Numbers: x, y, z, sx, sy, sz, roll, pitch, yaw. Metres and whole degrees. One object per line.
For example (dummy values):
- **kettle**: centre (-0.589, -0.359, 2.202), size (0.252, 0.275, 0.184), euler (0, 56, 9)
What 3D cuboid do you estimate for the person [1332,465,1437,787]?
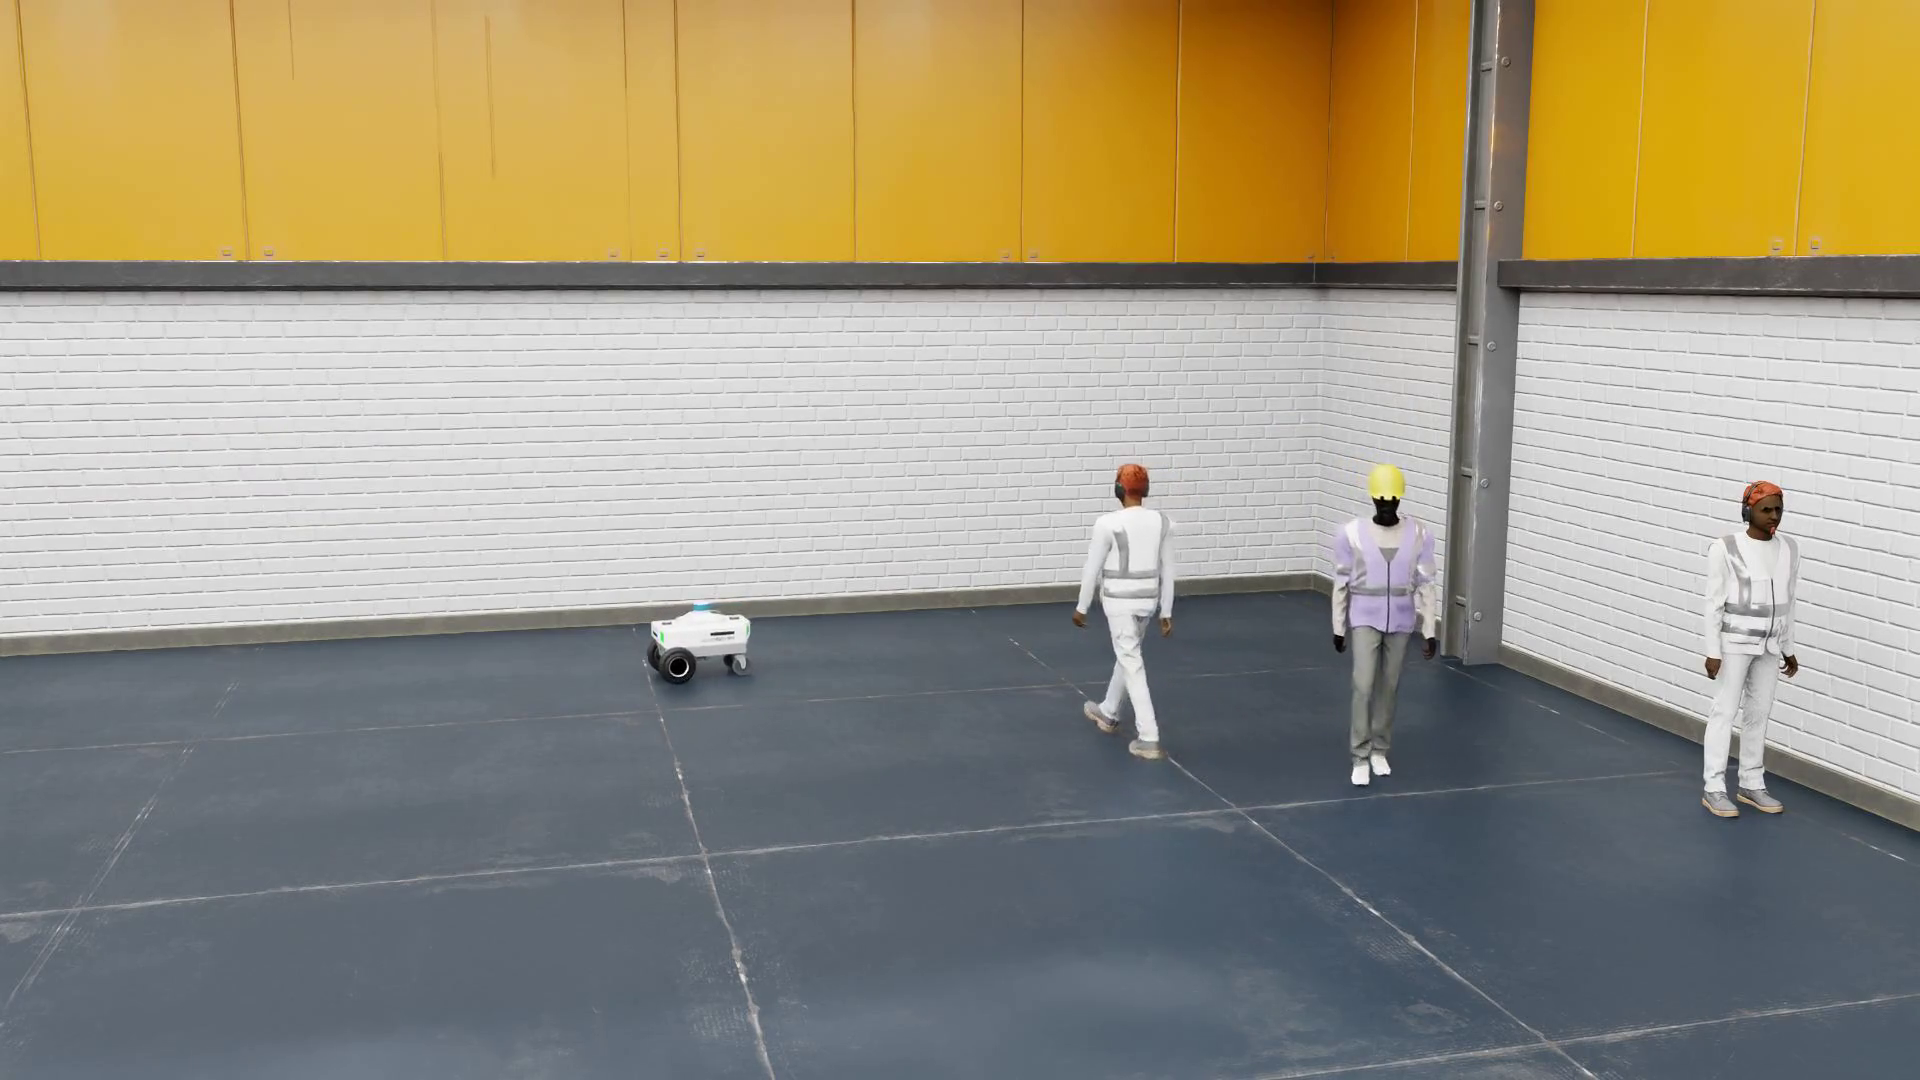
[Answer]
- **person**: centre (2.532, 0.513, 9.861), size (0.588, 1.904, 0.722), euler (0, 9, 2)

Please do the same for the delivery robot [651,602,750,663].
- **delivery robot**: centre (-1.948, 0.710, 12.522), size (0.707, 0.478, 0.477), euler (-4, 10, -22)

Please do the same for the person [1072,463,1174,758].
- **person**: centre (1.055, 0.420, 10.654), size (0.578, 1.832, 0.989), euler (-5, 11, -31)

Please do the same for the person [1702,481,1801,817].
- **person**: centre (4.433, 0.608, 9.320), size (0.581, 1.882, 0.351), euler (-2, 9, -14)
